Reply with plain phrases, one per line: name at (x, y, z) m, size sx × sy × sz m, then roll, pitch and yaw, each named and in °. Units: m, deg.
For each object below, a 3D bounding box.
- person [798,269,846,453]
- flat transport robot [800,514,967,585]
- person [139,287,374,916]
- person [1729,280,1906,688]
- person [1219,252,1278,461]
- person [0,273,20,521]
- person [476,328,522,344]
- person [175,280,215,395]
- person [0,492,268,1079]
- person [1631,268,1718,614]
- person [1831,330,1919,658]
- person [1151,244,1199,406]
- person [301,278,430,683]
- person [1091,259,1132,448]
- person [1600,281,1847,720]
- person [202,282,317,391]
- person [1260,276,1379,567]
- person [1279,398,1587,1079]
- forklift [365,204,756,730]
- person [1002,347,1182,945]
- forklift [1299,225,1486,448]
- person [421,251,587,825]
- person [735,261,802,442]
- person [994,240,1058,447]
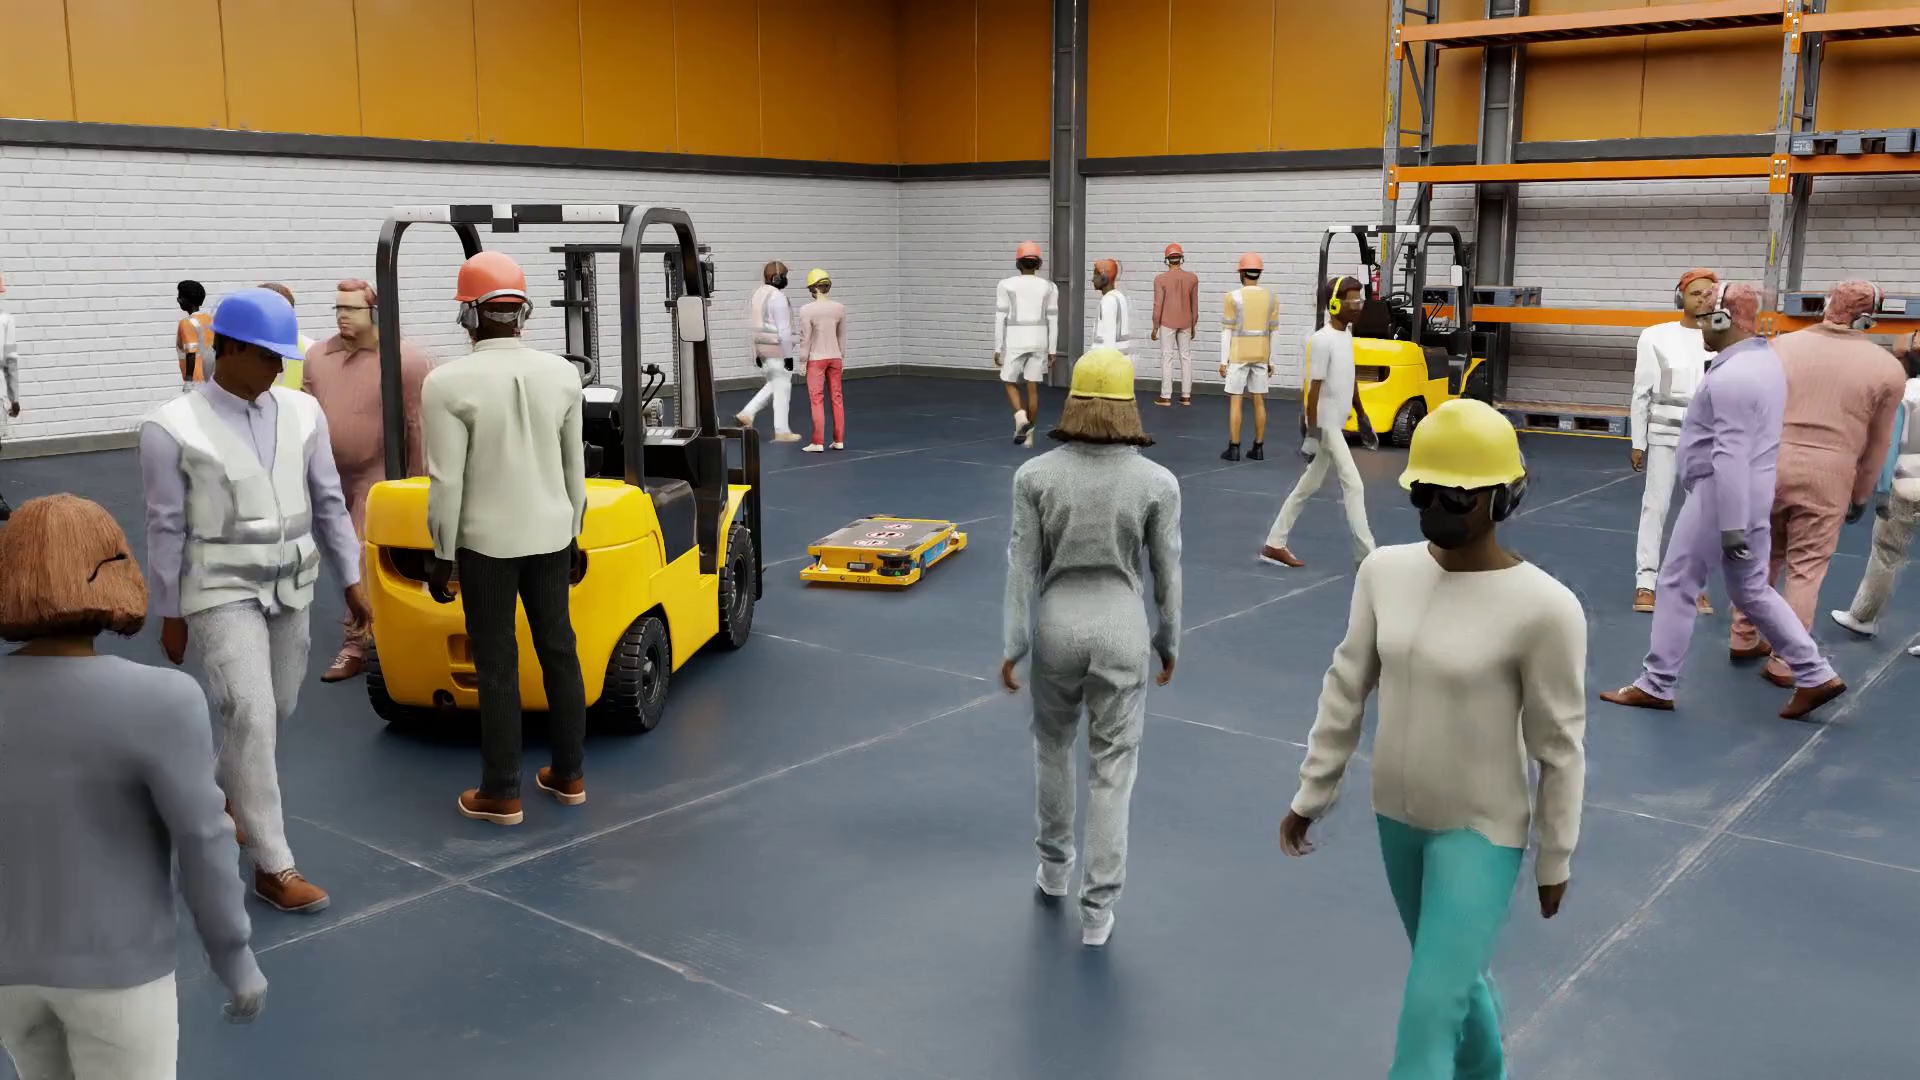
person at (-1.329, -1.717, 15.994) m, size 0.522 × 1.762 × 0.320 m, roll -8°, pitch 13°, yaw -38°
flat transport robot at (-0.448, 0.046, 10.349) m, size 0.652 × 0.197 × 1.431 m, roll 3°, pitch 11°, yaw 14°
person at (-2.271, 0.152, 5.259) m, size 0.899 × 1.900 × 0.604 m, roll 6°, pitch 12°, yaw 31°
person at (3.923, -0.264, 7.706) m, size 0.729 × 1.857 × 0.683 m, roll 7°, pitch 12°, yaw 32°
person at (2.647, -1.688, 15.388) m, size 0.549 × 1.925 × 0.406 m, roll -2°, pitch 11°, yaw -14°
person at (-7.214, -1.083, 12.157) m, size 0.801 × 1.893 × 0.555 m, roll 5°, pitch 11°, yaw 25°
person at (-2.611, -0.537, 9.860) m, size 0.511 × 1.608 × 0.732 m, roll 9°, pitch 14°, yaw 41°
person at (-6.544, -1.386, 14.328) m, size 0.318 × 1.695 × 0.540 m, roll 0°, pitch 10°, yaw -1°
person at (-1.466, 0.733, 2.857) m, size 0.515 × 1.620 × 0.513 m, roll 2°, pitch 10°, yaw 10°
person at (3.960, -0.532, 9.083) m, size 0.575 × 1.884 × 0.355 m, roll 2°, pitch 10°, yaw 11°
person at (4.692, -0.237, 8.216) m, size 0.523 × 1.589 × 0.819 m, roll -1°, pitch 10°, yaw -6°
person at (2.644, -2.649, 20.527) m, size 0.608 × 1.986 × 0.391 m, roll -3°, pitch 11°, yaw -17°
person at (-2.861, -0.316, 8.035) m, size 0.628 × 1.871 × 0.996 m, roll 4°, pitch 11°, yaw 19°
person at (1.270, -1.573, 14.920) m, size 0.679 × 1.863 × 0.590 m, roll 4°, pitch 11°, yaw 20°
person at (3.302, -0.157, 7.051) m, size 0.883 × 1.871 × 0.629 m, roll 9°, pitch 14°, yaw 41°
person at (-3.475, -0.400, 8.516) m, size 0.633 × 1.818 × 0.686 m, roll -9°, pitch 14°, yaw -41°
person at (2.295, -0.688, 10.160) m, size 0.970 × 1.815 × 0.538 m, roll 5°, pitch 11°, yaw 25°
person at (0.920, 0.583, 3.352) m, size 0.866 × 1.726 × 0.534 m, roll -6°, pitch 12°, yaw -32°
forklift at (-1.766, -0.406, 7.525) m, size 1.214 × 2.155 × 2.313 m, roll 1°, pitch 10°, yaw 7°
person at (0.398, 0.290, 4.951) m, size 0.520 × 1.717 × 0.664 m, roll 1°, pitch 10°, yaw 7°
forklift at (4.449, -2.115, 16.993) m, size 1.214 × 2.155 × 2.313 m, roll 8°, pitch 13°, yaw 38°
person at (-1.589, -0.002, 5.836) m, size 0.613 × 1.995 × 0.391 m, roll -10°, pitch 14°, yaw -44°
person at (-1.915, -1.886, 16.753) m, size 0.549 × 1.824 × 0.632 m, roll -5°, pitch 11°, yaw -27°
person at (0.652, -1.894, 16.218) m, size 0.624 × 2.033 × 0.554 m, roll -2°, pitch 10°, yaw -10°
